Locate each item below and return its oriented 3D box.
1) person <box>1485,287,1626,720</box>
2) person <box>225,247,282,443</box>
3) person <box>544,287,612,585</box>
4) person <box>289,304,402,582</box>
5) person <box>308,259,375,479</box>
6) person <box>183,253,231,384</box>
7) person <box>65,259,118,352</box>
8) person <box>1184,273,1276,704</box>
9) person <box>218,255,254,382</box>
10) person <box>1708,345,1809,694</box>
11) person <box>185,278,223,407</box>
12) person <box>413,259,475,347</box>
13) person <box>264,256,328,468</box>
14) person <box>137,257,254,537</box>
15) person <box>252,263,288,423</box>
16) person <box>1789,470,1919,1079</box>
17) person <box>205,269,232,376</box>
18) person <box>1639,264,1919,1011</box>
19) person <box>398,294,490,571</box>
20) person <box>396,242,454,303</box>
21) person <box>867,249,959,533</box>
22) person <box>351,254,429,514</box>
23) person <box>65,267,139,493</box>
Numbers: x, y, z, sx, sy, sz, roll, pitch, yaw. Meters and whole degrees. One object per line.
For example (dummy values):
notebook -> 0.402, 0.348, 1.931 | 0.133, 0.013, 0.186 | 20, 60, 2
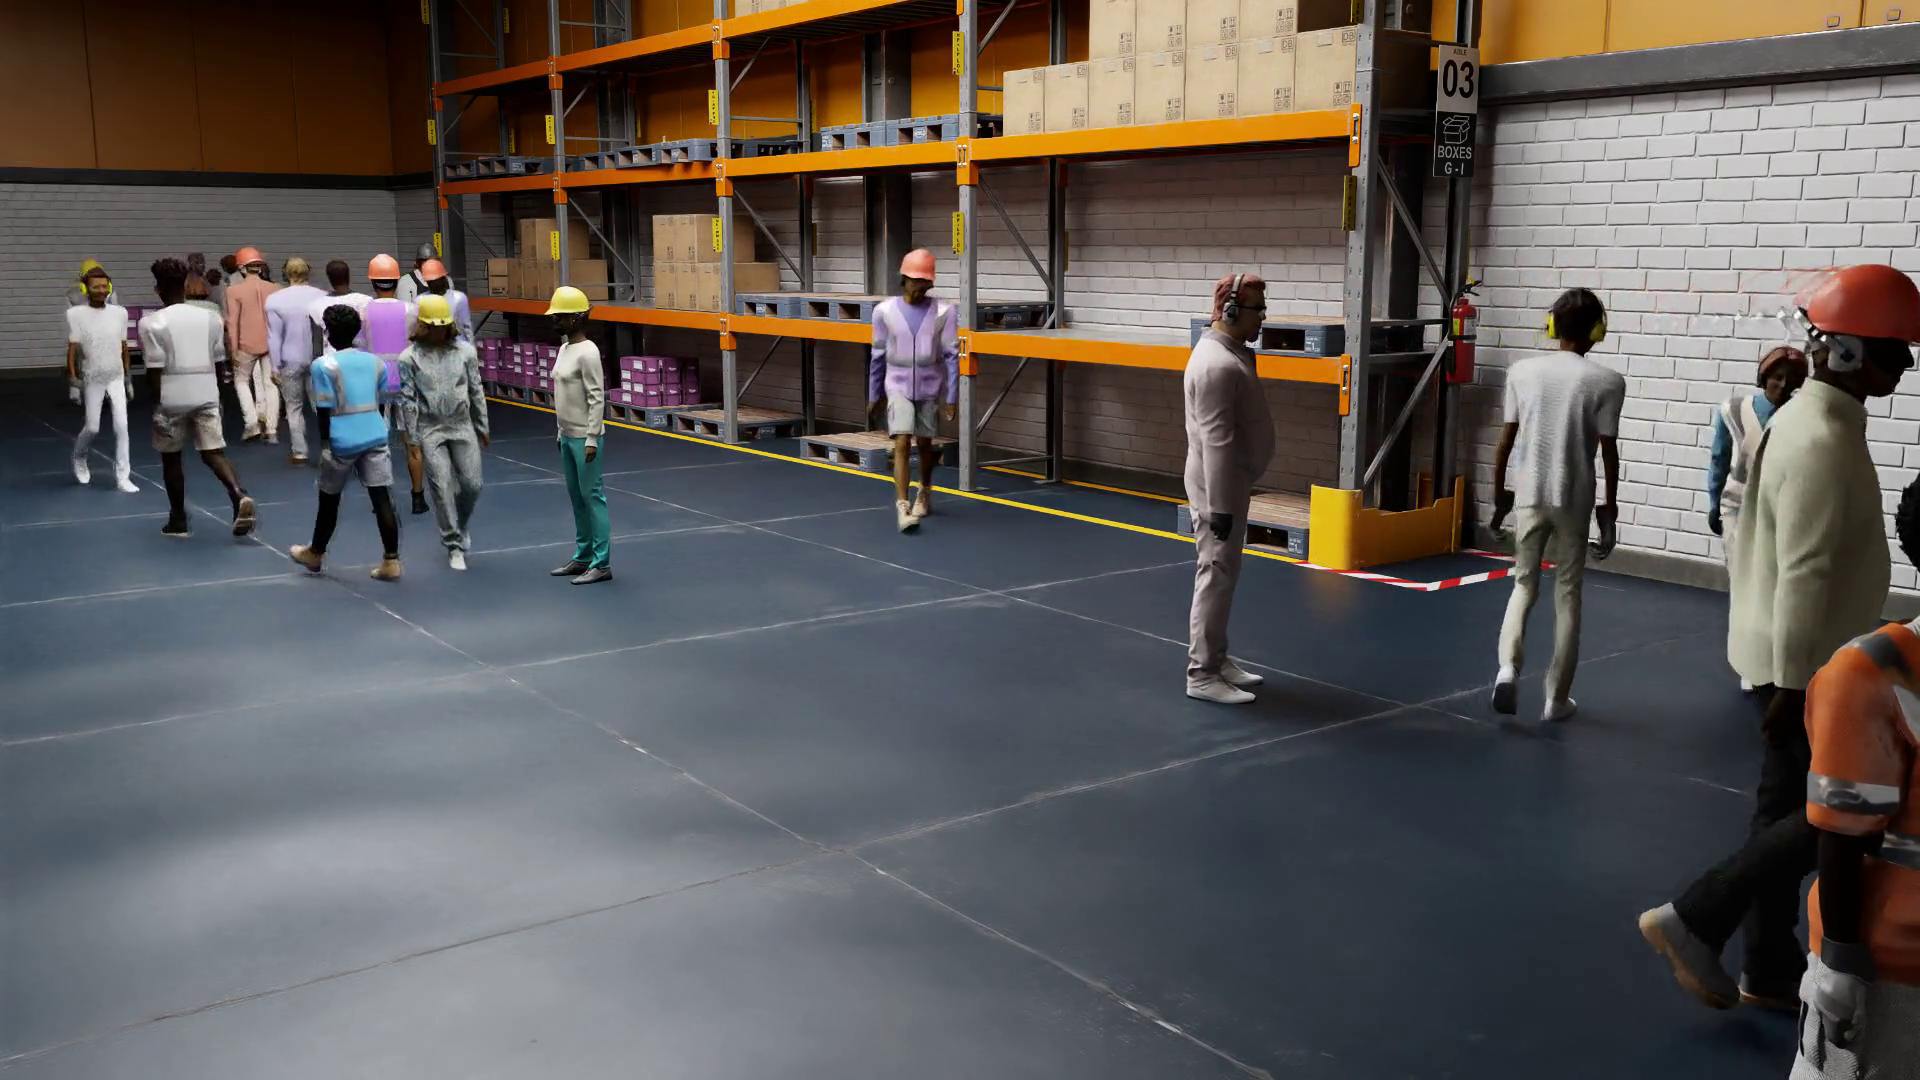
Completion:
person -> 2.467, -0.129, 6.984 | 0.563, 1.842, 0.563 | 7, 12, 33
person -> -7.132, -1.970, 16.886 | 0.635, 1.973, 0.504 | -9, 14, -42
person -> -2.293, -0.620, 9.932 | 0.314, 1.767, 0.534 | -7, 12, -33
person -> -3.715, -0.585, 10.021 | 0.878, 1.651, 0.553 | 7, 12, 34
person -> -5.307, -1.476, 14.396 | 0.616, 1.887, 0.839 | -1, 10, -3
person -> -10.735, -3.130, 23.656 | 0.664, 1.883, 0.669 | 1, 10, 5
person -> -10.350, -2.441, 19.942 | 0.588, 1.834, 0.403 | -3, 11, -17
person -> 1.187, -0.223, 7.359 | 0.400, 1.896, 0.653 | 2, 10, 11
person -> -10.524, -3.245, 24.413 | 0.672, 1.854, 0.351 | -7, 12, -36
person -> 3.742, -0.124, 7.704 | 0.521, 1.568, 0.928 | 4, 11, 21
person -> -8.751, -2.199, 19.175 | 0.494, 1.624, 0.288 | -8, 13, -39
person -> -5.195, -1.888, 16.762 | 0.557, 1.855, 1.002 | -1, 10, -8
person -> -5.836, -1.572, 14.846 | 0.637, 1.917, 0.750 | -9, 13, -40
person -> -5.214, -0.946, 11.308 | 0.833, 1.940, 0.600 | 8, 13, 38
person -> -7.822, -2.227, 18.819 | 0.753, 1.794, 0.865 | 2, 10, 13
person -> 1.627, 0.688, 2.789 | 0.535, 1.700, 0.318 | -4, 11, -21
person -> -11.369, -3.321, 25.437 | 0.497, 1.632, 0.289 | 7, 12, 32
person -> 2.150, 0.289, 4.272 | 0.508, 1.972, 0.614 | 3, 11, 19
person -> -3.206, -0.669, 10.344 | 0.533, 1.709, 0.543 | -6, 12, -28
person -> -6.057, -2.394, 19.098 | 0.688, 2.000, 0.536 | -10, 14, -44
person -> -0.339, -1.071, 11.880 | 0.660, 1.984, 1.072 | -1, 10, -3
person -> -4.232, -1.145, 12.380 | 0.545, 1.942, 0.353 | -4, 11, -21
person -> -7.080, -1.315, 13.646 | 0.806, 1.844, 0.518 | 9, 13, 41
